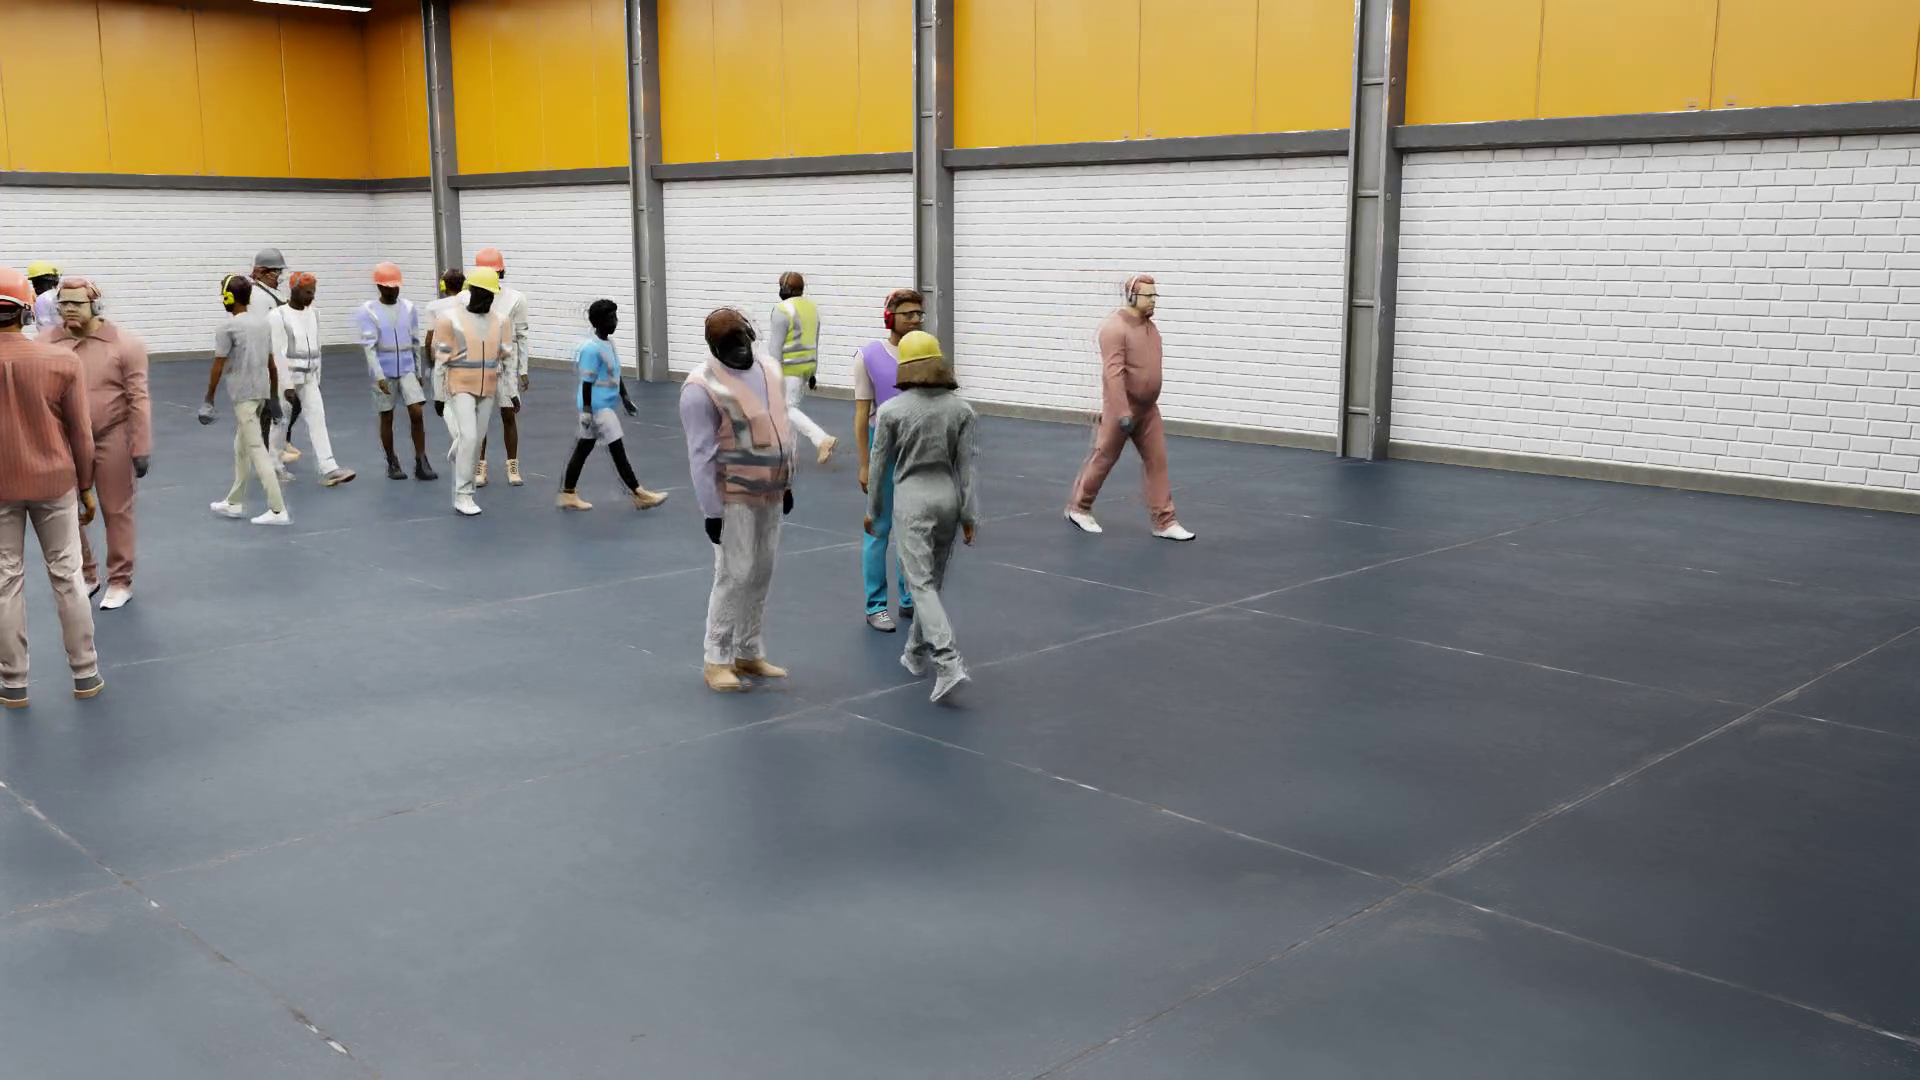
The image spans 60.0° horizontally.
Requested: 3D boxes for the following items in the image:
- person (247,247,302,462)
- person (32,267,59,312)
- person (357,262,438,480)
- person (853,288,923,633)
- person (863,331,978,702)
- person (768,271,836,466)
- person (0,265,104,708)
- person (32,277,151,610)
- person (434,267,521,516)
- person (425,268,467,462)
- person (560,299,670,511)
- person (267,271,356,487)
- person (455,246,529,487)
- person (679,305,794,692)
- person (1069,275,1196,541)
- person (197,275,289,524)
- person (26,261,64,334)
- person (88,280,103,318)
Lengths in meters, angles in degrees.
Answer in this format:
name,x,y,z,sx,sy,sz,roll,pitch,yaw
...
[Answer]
name,x,y,z,sx,sy,sz,roll,pitch,yaw
person,-6.434,-1.745,15.660,0.537,2.000,0.689,-1,10,-3
person,-12.460,-2.893,22.847,0.537,1.698,0.320,3,11,18
person,-4.863,-1.438,14.360,0.560,1.896,0.768,-8,13,-38
person,-0.333,-0.441,9.070,0.564,1.849,0.388,-9,13,-39
person,-0.139,-0.127,7.788,0.495,1.691,0.883,-4,11,-22
person,-1.470,-1.547,15.199,0.729,1.814,0.622,5,11,24
person,-4.258,-0.236,7.555,0.613,1.995,0.390,-6,12,-29
person,-4.927,-0.526,9.400,0.672,1.892,0.508,-1,10,-6
person,-3.672,-1.135,12.750,0.728,1.888,0.604,10,14,42
person,-4.689,-1.613,15.524,0.542,1.833,0.761,-6,12,-29
person,-2.702,-1.023,12.774,0.882,1.633,0.530,0,10,-2
person,-5.613,-1.365,14.179,0.976,1.832,0.580,5,12,26
person,-3.961,-1.463,14.129,0.606,2.039,0.381,-3,11,-15
person,-1.017,-0.193,7.876,0.432,1.821,0.667,6,12,31
person,1.188,-0.932,11.759,1.002,1.867,0.638,10,14,43
person,-5.377,-1.024,12.283,0.881,1.834,0.543,3,11,14
person,-9.497,-2.003,17.568,0.995,1.874,0.611,0,10,-2
person,-9.871,-2.135,18.911,0.345,1.618,0.533,-4,11,-22
